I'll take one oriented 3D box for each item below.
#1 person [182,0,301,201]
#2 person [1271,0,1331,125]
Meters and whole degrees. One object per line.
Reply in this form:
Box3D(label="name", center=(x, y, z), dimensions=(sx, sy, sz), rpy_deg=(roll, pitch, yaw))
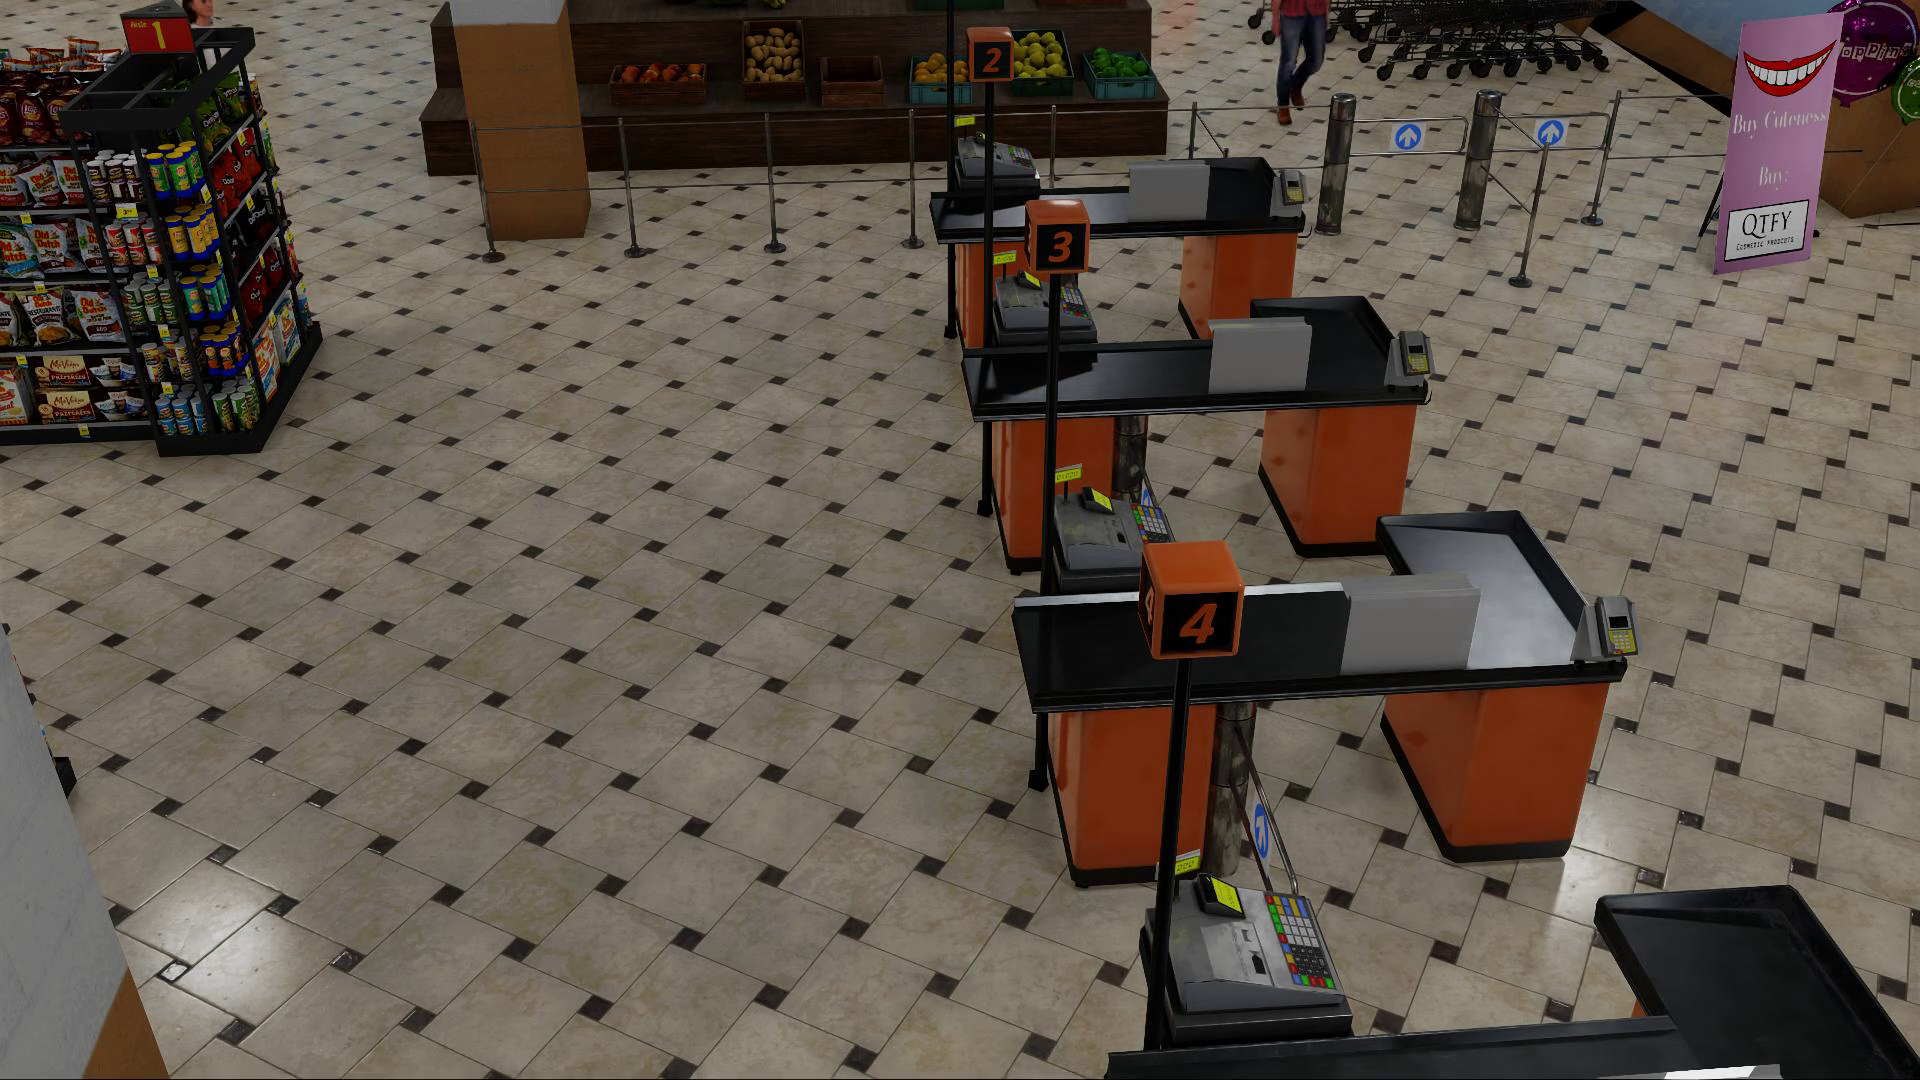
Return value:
Box3D(label="person", center=(-5.586, -3.261, 12.344), dimensions=(1.133, 1.646, 0.863), rpy_deg=(8, 33, 13))
Box3D(label="person", center=(2.879, -4.491, 14.159), dimensions=(0.677, 1.817, 0.775), rpy_deg=(-5, 32, -7))
